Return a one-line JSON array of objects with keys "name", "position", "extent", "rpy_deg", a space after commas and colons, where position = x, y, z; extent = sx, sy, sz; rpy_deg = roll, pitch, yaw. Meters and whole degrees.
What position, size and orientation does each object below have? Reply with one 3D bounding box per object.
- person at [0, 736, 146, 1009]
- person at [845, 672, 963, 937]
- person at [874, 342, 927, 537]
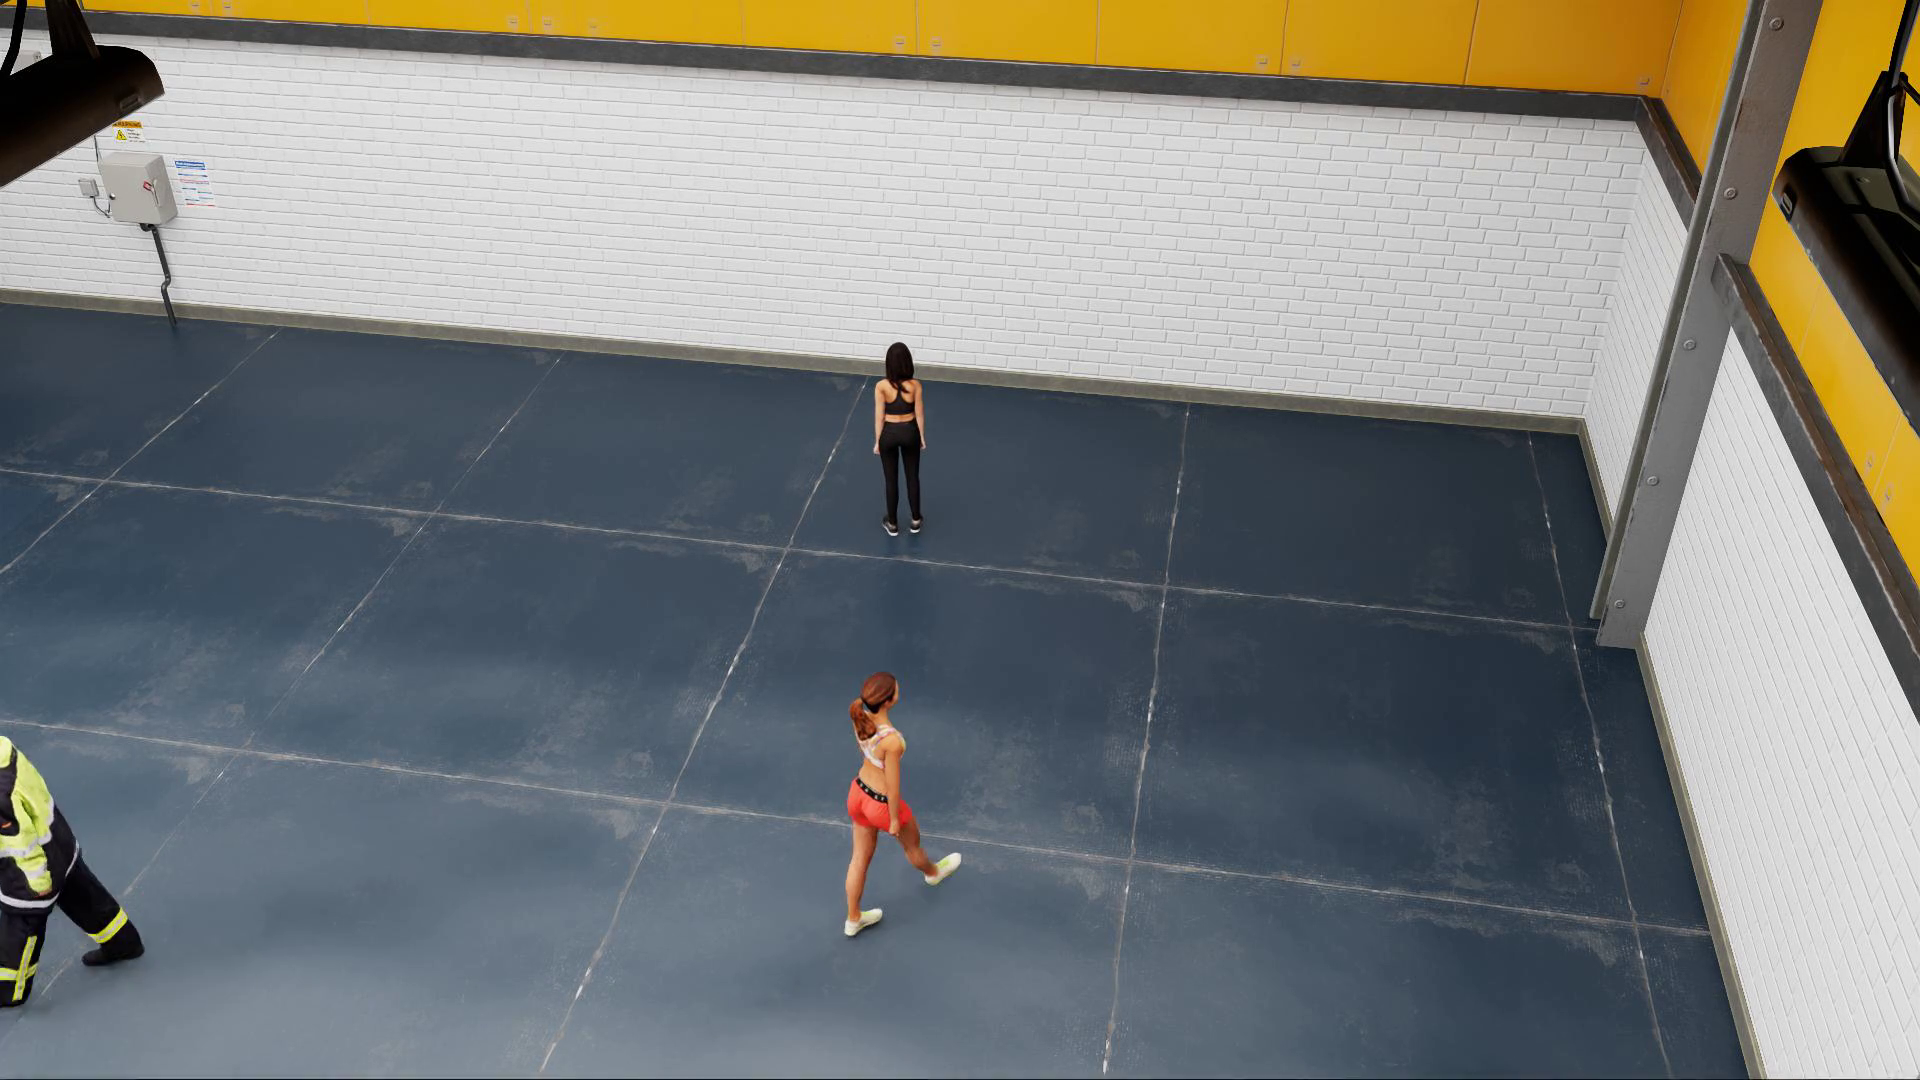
[{"name": "person", "position": [-4.944, 1.678, 9.041], "extent": [1.220, 1.943, 1.234], "rpy_deg": [-14, 36, -20]}, {"name": "person", "position": [-0.533, 1.538, 9.418], "extent": [1.143, 1.758, 1.020], "rpy_deg": [-26, 41, -33]}, {"name": "person", "position": [-0.475, -0.789, 13.023], "extent": [0.629, 1.642, 0.604], "rpy_deg": [-5, 34, -8]}]
